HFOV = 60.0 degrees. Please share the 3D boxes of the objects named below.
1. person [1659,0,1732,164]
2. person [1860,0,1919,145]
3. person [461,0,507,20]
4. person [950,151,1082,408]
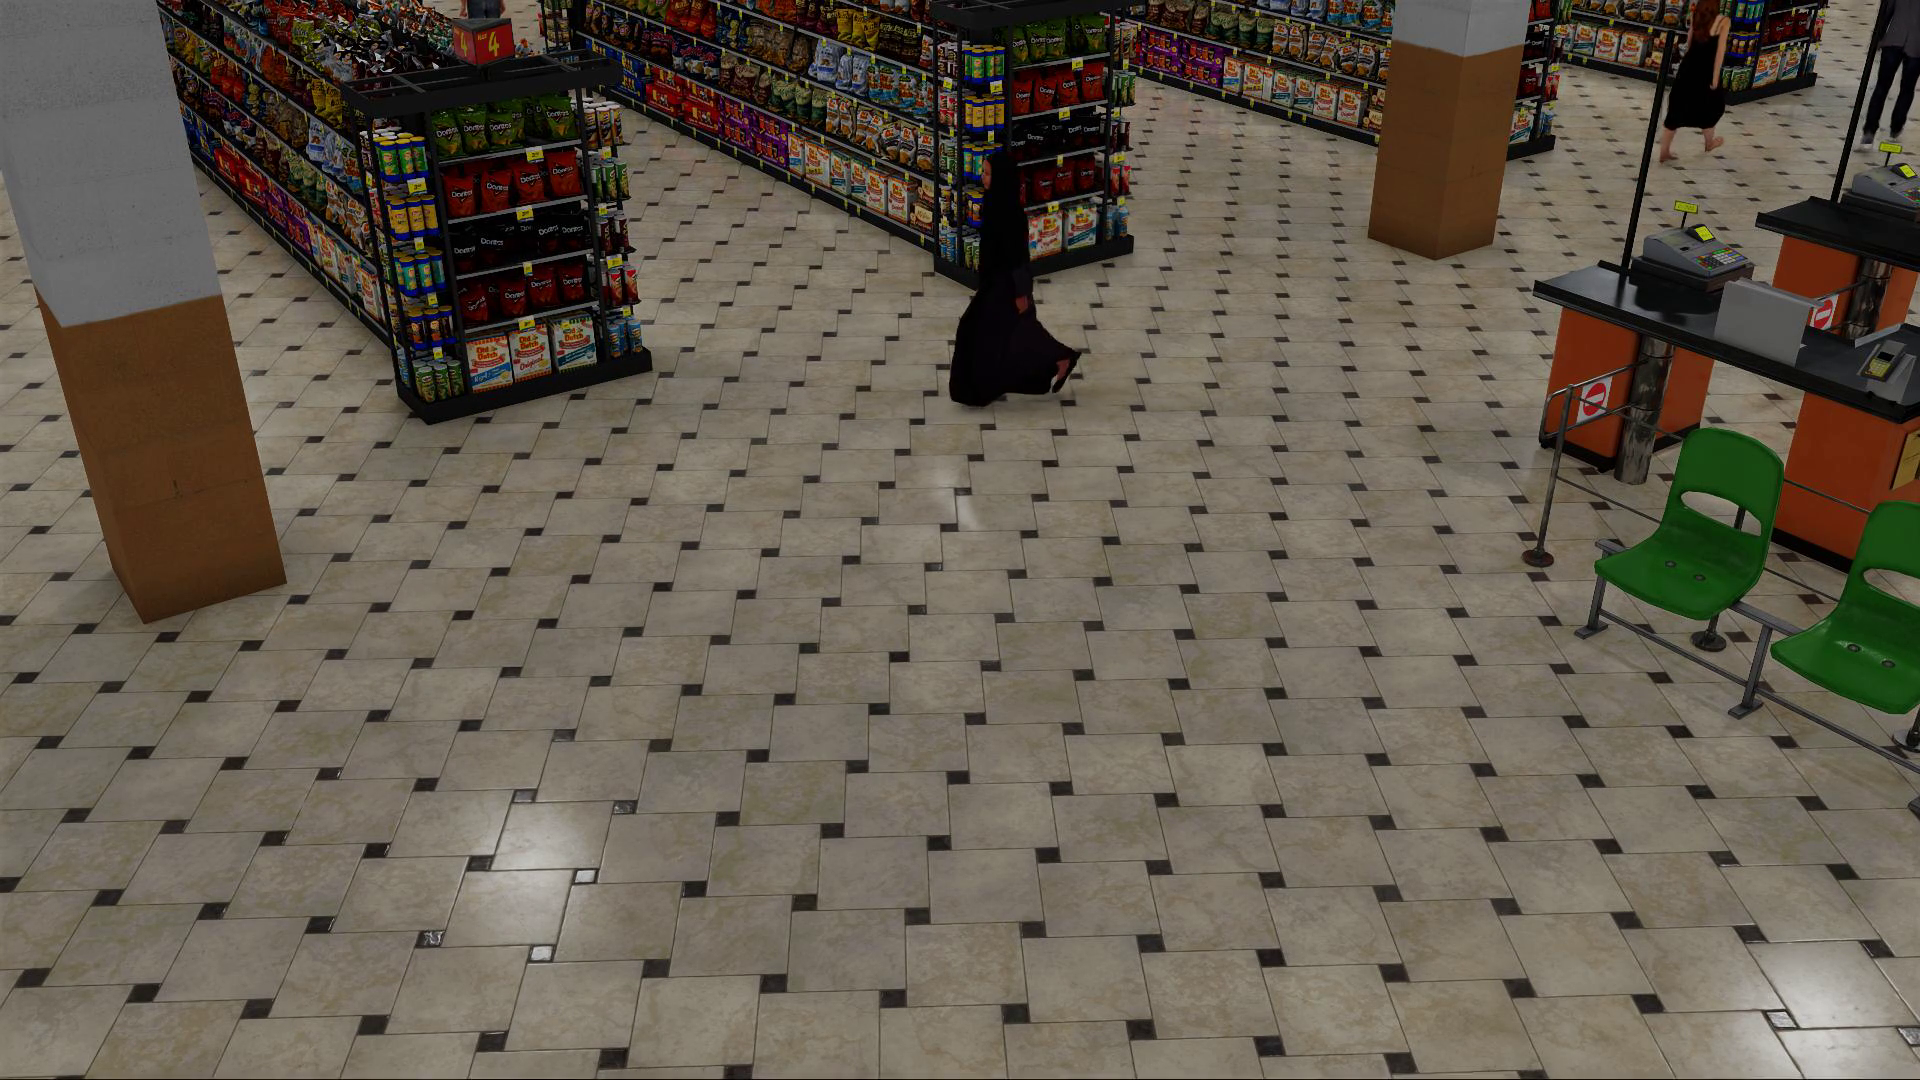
[{"bbox_3d":[6.545,-4.142,14.877,0.647,1.579,0.984,-19,34,-31],"label":"person"},{"bbox_3d":[8.678,-4.514,15.300,1.257,1.825,1.059,17,33,29],"label":"person"},{"bbox_3d":[-4.954,-5.584,17.306,0.639,1.782,0.510,-18,33,-29],"label":"person"},{"bbox_3d":[0.361,-1.570,10.162,0.956,1.582,1.116,-6,29,-11],"label":"person"}]
